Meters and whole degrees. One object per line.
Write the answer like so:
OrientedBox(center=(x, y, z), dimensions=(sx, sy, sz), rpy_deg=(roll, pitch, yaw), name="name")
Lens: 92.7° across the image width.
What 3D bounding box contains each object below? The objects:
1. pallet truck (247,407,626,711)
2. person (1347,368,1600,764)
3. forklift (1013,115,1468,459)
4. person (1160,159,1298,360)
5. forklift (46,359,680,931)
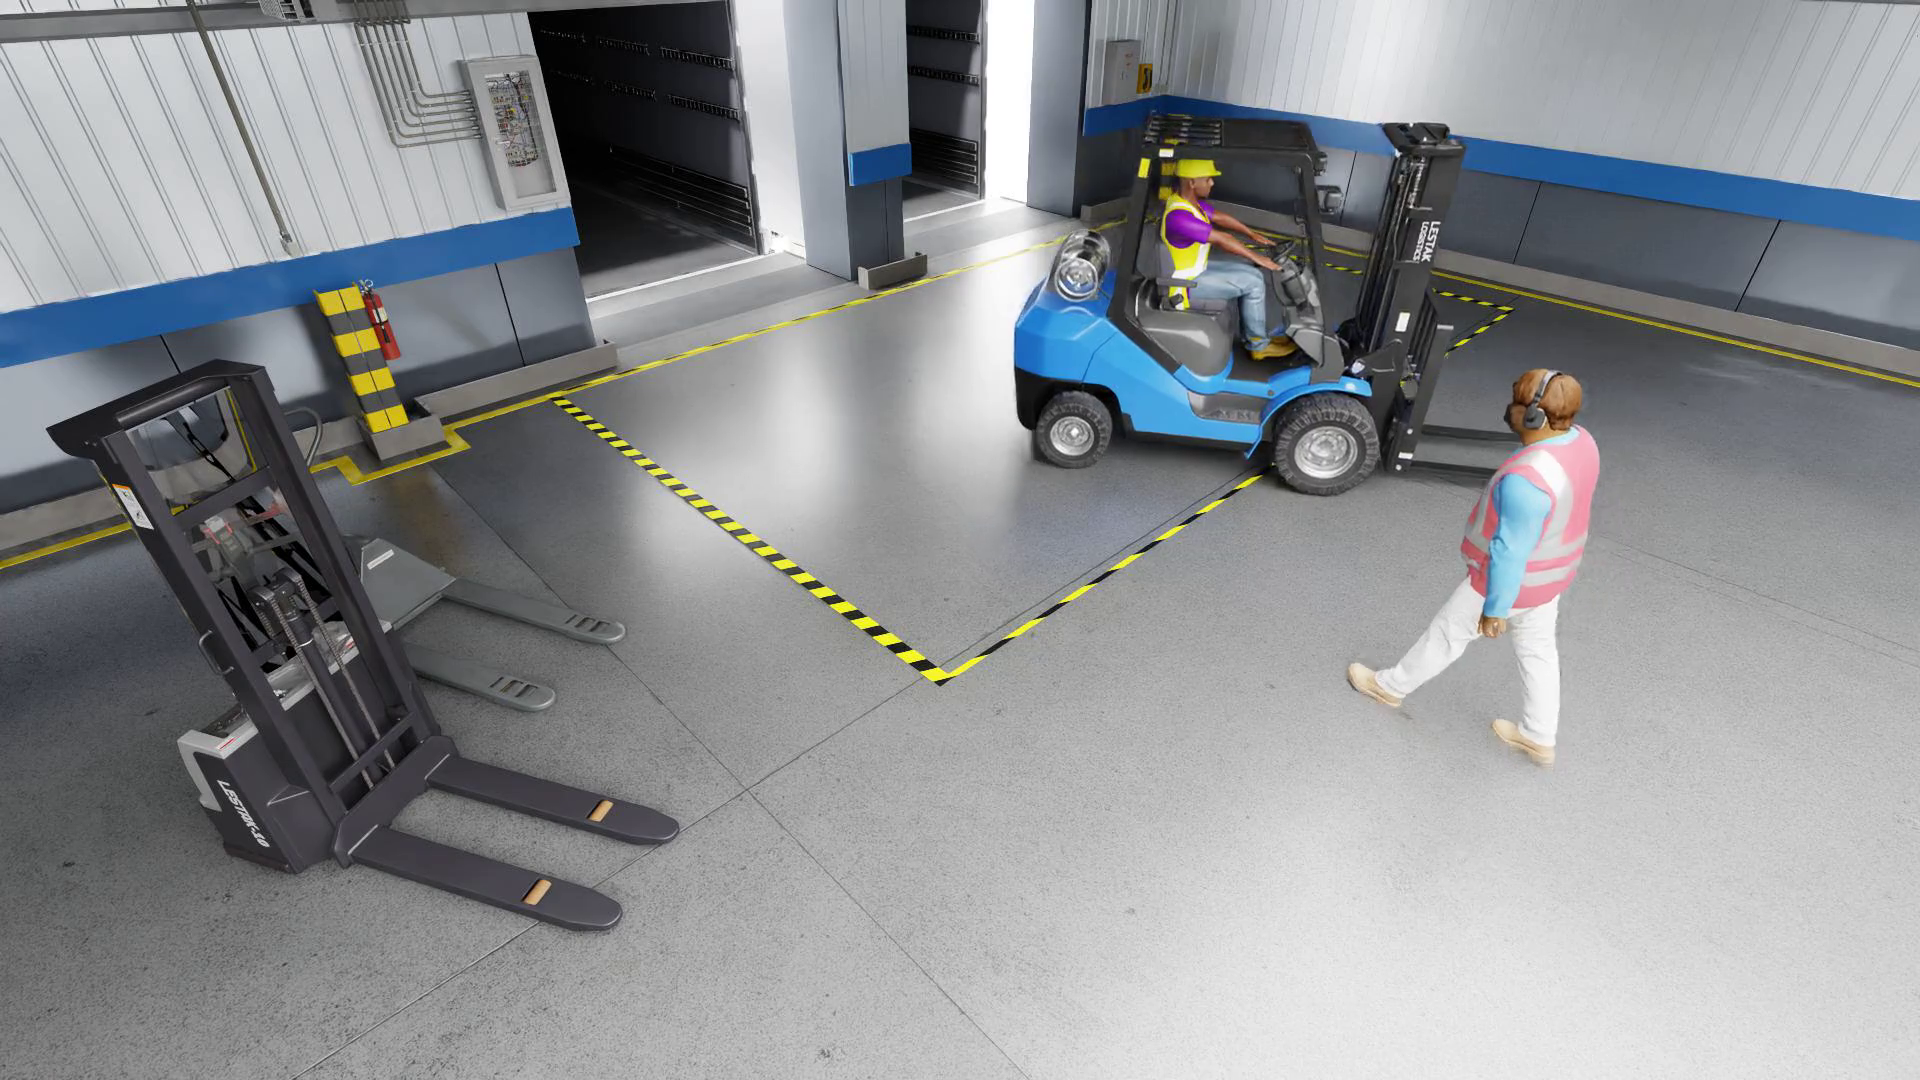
OrientedBox(center=(-2.628, 0.038, 4.590), dimensions=(1.601, 1.201, 0.680), rpy_deg=(12, 36, 18), name="pallet truck")
OrientedBox(center=(2.358, 0.138, 3.963), dimensions=(0.641, 1.787, 0.933), rpy_deg=(-25, 42, -32), name="person")
OrientedBox(center=(1.757, -1.708, 6.170), dimensions=(2.680, 2.036, 1.157), rpy_deg=(8, 35, 11), name="forklift")
OrientedBox(center=(1.814, -1.851, 6.047), dimensions=(1.004, 1.294, 0.635), rpy_deg=(8, 35, 11), name="person")
OrientedBox(center=(-2.135, 0.422, 3.354), dimensions=(1.885, 1.965, 0.823), rpy_deg=(10, 35, 14), name="forklift")
